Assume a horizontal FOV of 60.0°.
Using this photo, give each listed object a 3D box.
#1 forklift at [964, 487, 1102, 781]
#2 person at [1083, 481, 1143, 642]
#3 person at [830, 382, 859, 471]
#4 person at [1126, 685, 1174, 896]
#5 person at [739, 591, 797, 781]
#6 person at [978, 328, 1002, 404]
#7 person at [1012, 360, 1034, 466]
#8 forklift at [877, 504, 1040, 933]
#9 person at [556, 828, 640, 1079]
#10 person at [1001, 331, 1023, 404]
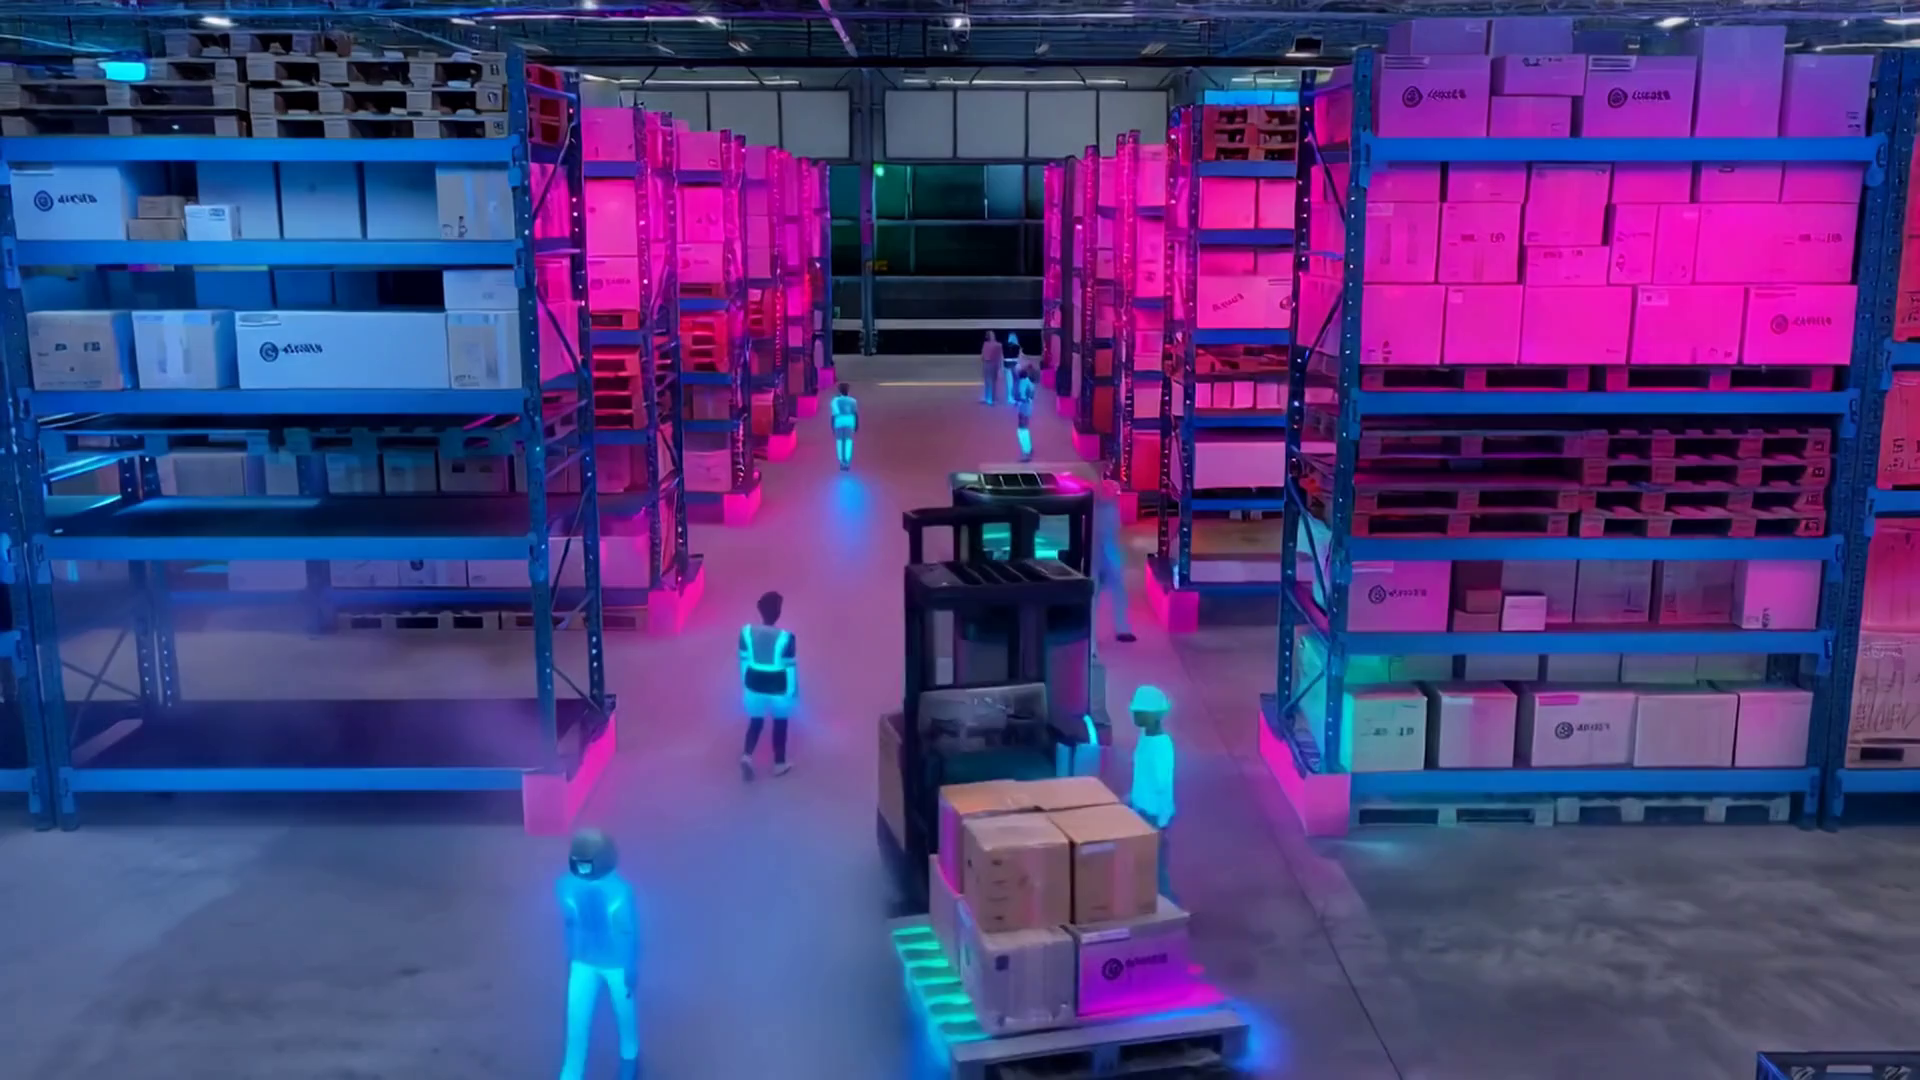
[{"bbox_3d":[0.495,0.986,12.813,1.129,2.768,1.873,0,11,-2],"label":"forklift"},{"bbox_3d":[1.709,0.268,18.889,0.679,1.861,0.899,-11,16,-43],"label":"person"},{"bbox_3d":[-2.178,-2.156,31.432,0.548,1.647,0.865,-1,11,-4],"label":"person"},{"bbox_3d":[1.277,1.843,11.383,0.426,1.746,0.548,-2,12,-9],"label":"person"},{"bbox_3d":[-1.670,1.276,14.348,0.541,1.679,0.603,3,12,15],"label":"person"},{"bbox_3d":[0.735,-4.361,41.739,0.399,1.907,0.644,-11,16,-42],"label":"person"},{"bbox_3d":[1.206,-2.444,31.938,0.423,2.032,0.615,2,12,10],"label":"person"},{"bbox_3d":[0.074,1.148,12.010,1.129,2.768,1.873,-3,12,-14],"label":"forklift"},{"bbox_3d":[-2.001,2.368,9.179,0.507,1.587,0.859,2,12,8],"label":"person"},{"bbox_3d":[1.310,-4.343,41.858,0.576,1.826,0.781,1,11,3],"label":"person"}]
